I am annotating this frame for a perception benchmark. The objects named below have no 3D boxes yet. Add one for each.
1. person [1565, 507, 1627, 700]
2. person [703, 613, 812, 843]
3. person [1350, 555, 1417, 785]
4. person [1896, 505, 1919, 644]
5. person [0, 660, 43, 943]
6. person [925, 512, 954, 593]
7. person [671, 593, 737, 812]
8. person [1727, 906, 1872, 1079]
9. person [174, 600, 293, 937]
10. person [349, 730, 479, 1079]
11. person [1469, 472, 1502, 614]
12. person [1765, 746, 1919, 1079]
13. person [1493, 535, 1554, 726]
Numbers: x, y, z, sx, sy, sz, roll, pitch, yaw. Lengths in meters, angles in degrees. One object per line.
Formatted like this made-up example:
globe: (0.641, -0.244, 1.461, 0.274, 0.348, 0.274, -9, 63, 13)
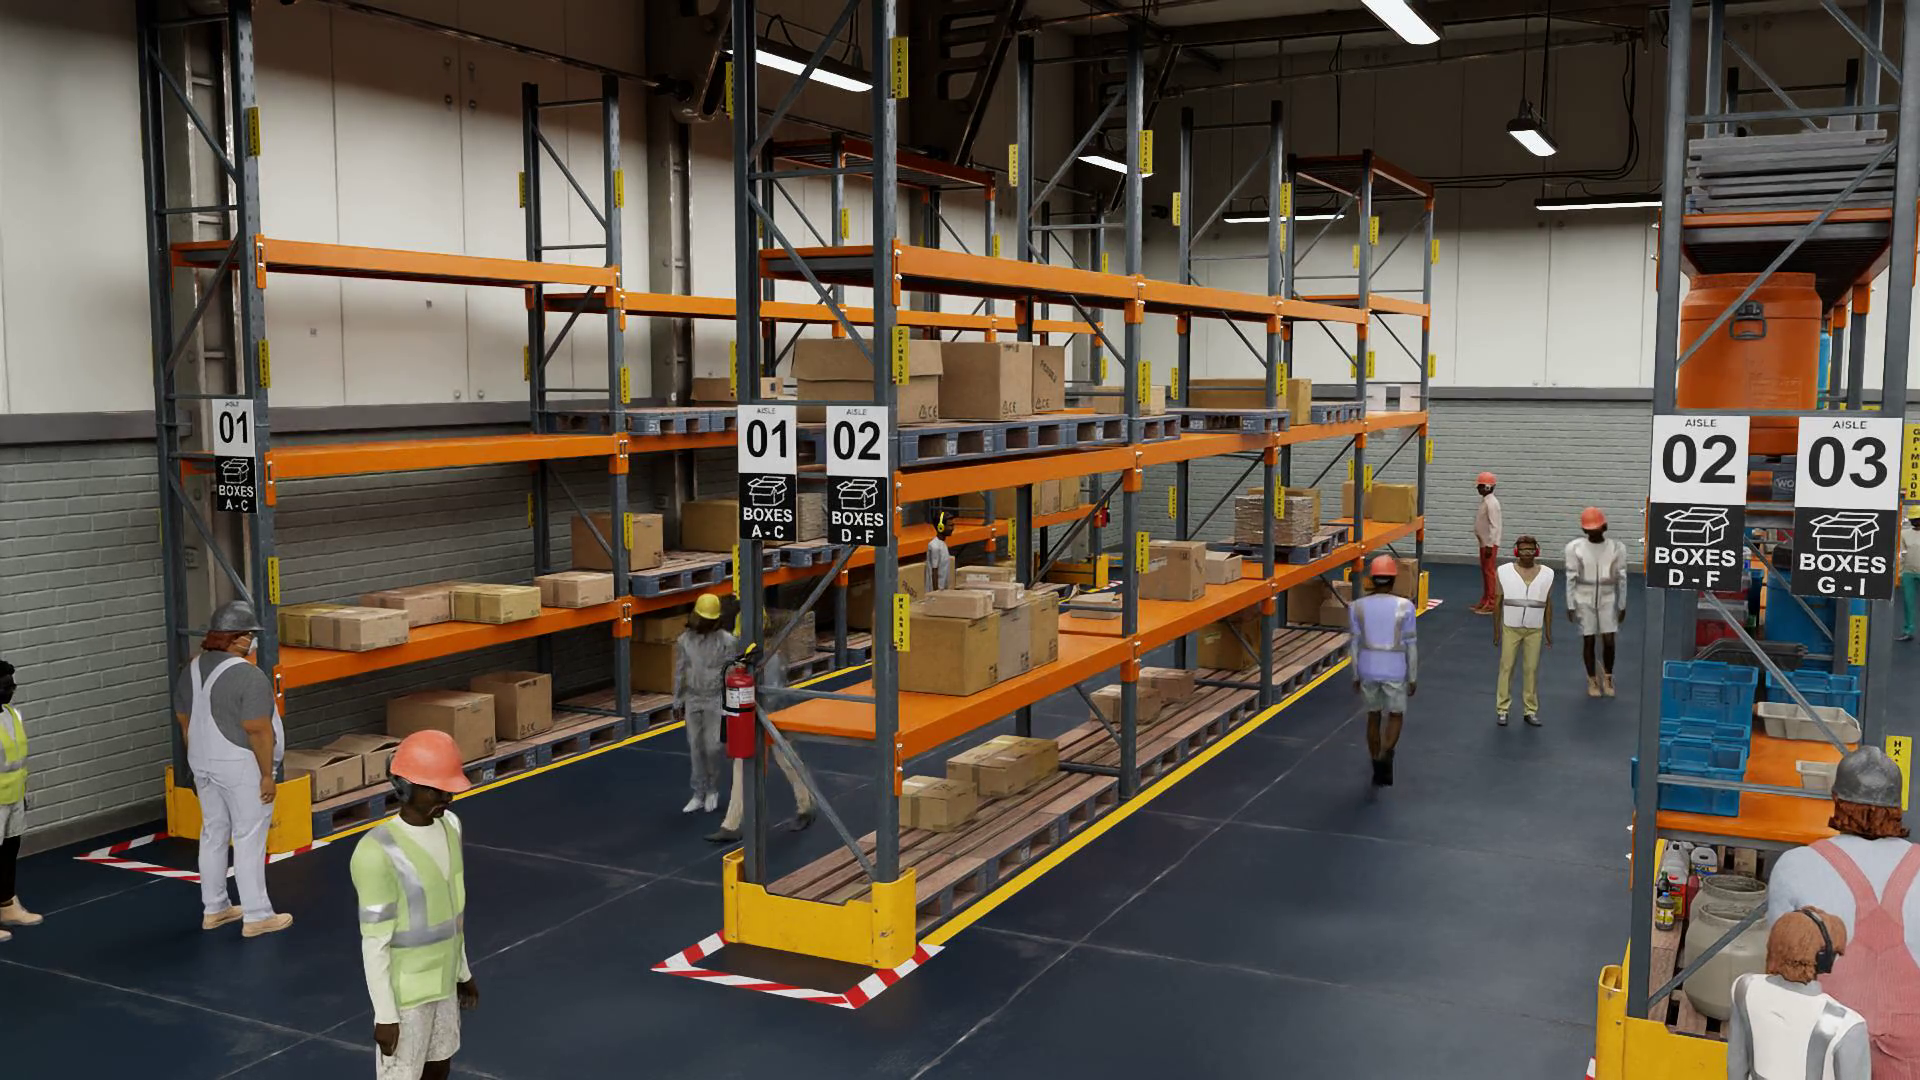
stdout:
person: (6.584, 0.662, 17.226, 0.634, 2.004, 0.596, 2, 6, 15)
person: (-1.433, 1.334, 12.139, 0.536, 1.702, 0.950, 6, 8, 43)
person: (3.442, 1.083, 13.587, 0.550, 1.916, 0.585, 3, 6, 24)
person: (11.950, 0.423, 20.758, 0.346, 1.758, 0.535, -4, 7, -31)
person: (-5.804, 1.558, 10.026, 0.317, 1.691, 0.536, 0, 6, 2)
person: (-0.227, 0.611, 18.456, 0.330, 1.859, 0.511, 1, 6, 8)
person: (-1.968, 1.257, 12.800, 0.532, 1.716, 0.431, 2, 6, 15)
person: (2.803, 2.040, 5.583, 0.308, 1.641, 0.514, -3, 7, -28)
person: (-4.396, 1.370, 10.164, 0.685, 2.000, 0.535, 3, 7, 27)
person: (-2.092, 1.747, 6.532, 0.390, 2.035, 0.605, 2, 6, 15)
person: (7.371, 0.043, 23.284, 0.389, 1.996, 0.612, 1, 6, 10)
person: (3.358, 1.772, 6.256, 0.675, 2.000, 0.536, 1, 6, 14)
person: (5.414, 0.865, 16.003, 0.563, 1.847, 0.389, 1, 6, 5)
